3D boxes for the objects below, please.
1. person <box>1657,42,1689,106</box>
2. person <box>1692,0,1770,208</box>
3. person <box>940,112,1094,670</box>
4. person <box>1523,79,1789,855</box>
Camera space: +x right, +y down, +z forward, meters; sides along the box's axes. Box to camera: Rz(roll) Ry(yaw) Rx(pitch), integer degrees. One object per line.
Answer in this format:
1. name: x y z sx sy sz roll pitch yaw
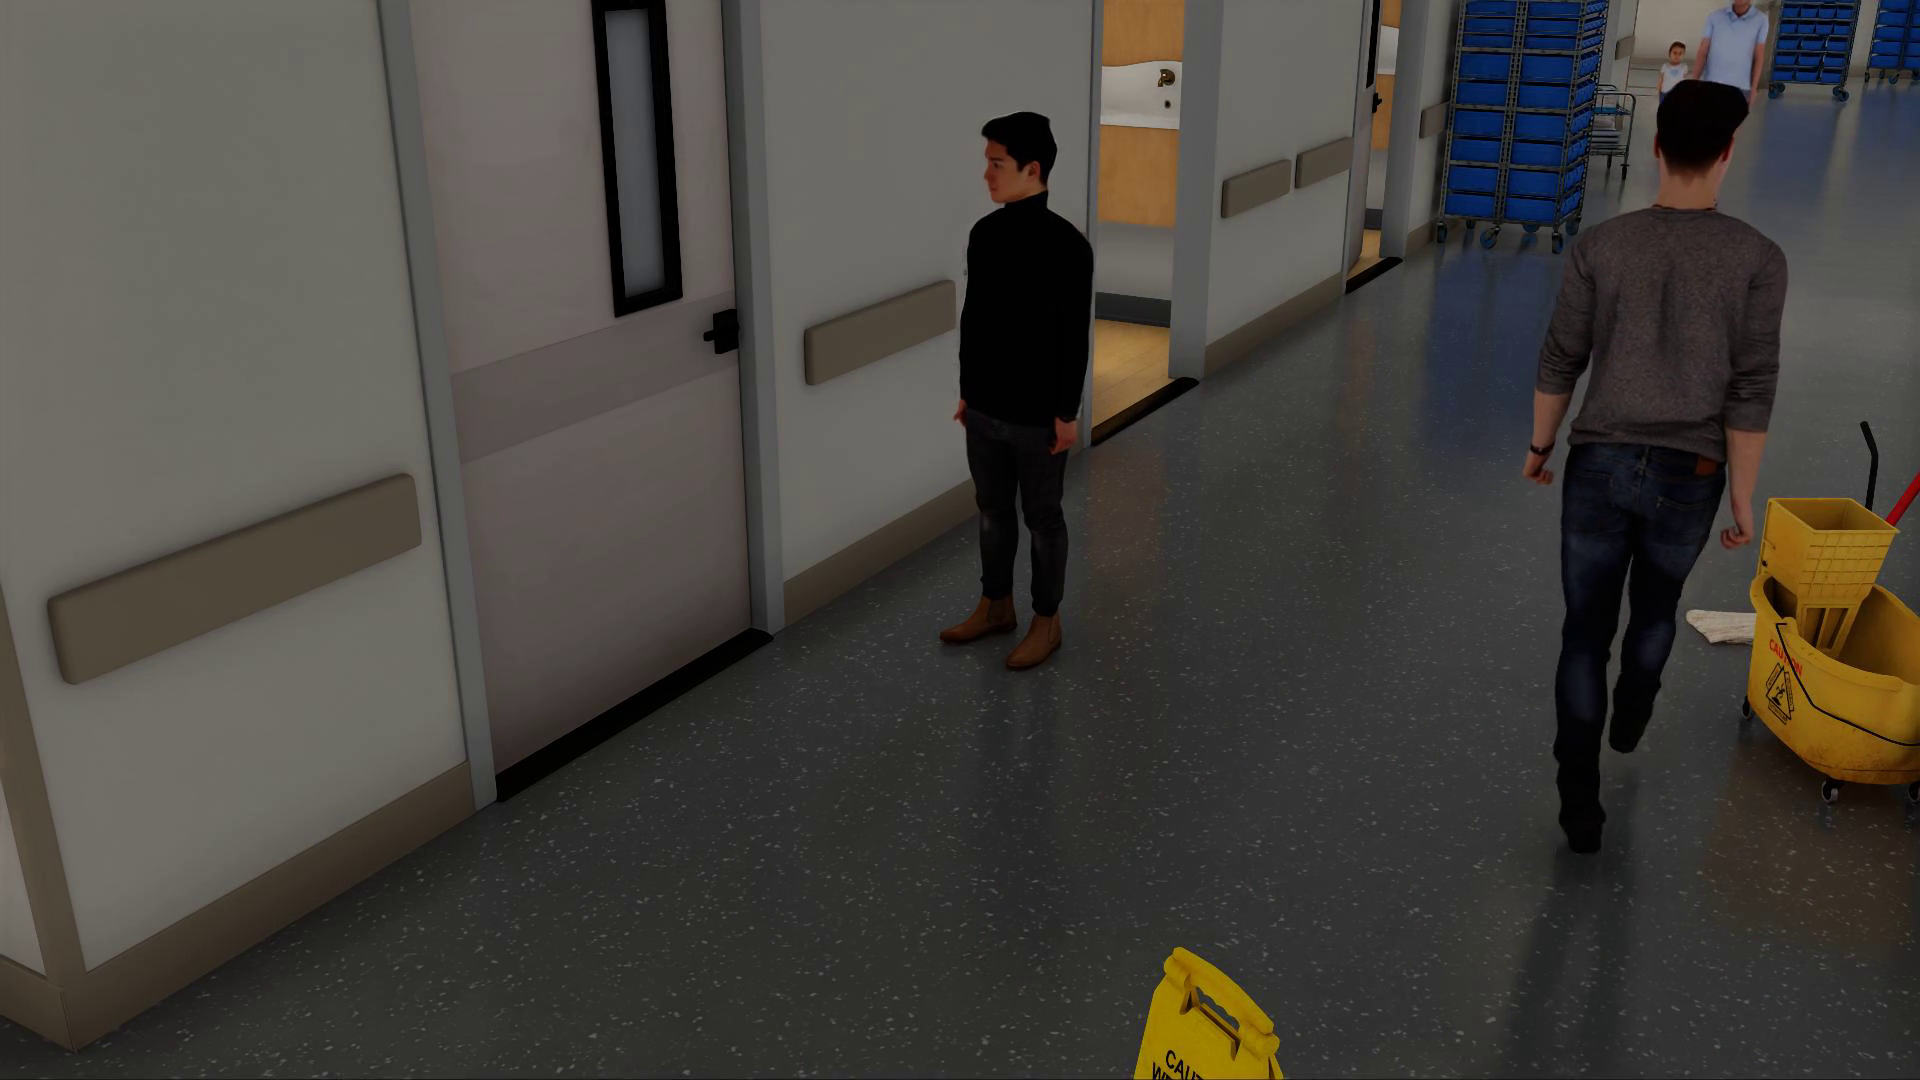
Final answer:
1. person: 7.330 -4.601 17.134 0.491 1.007 0.717 7 22 18
2. person: 6.209 -3.640 13.476 0.720 1.799 1.172 14 25 33
3. person: 0.186 -0.461 5.192 0.643 1.723 0.704 -18 27 -40
4. person: 1.662 -0.113 4.087 0.825 1.856 1.224 8 22 21
